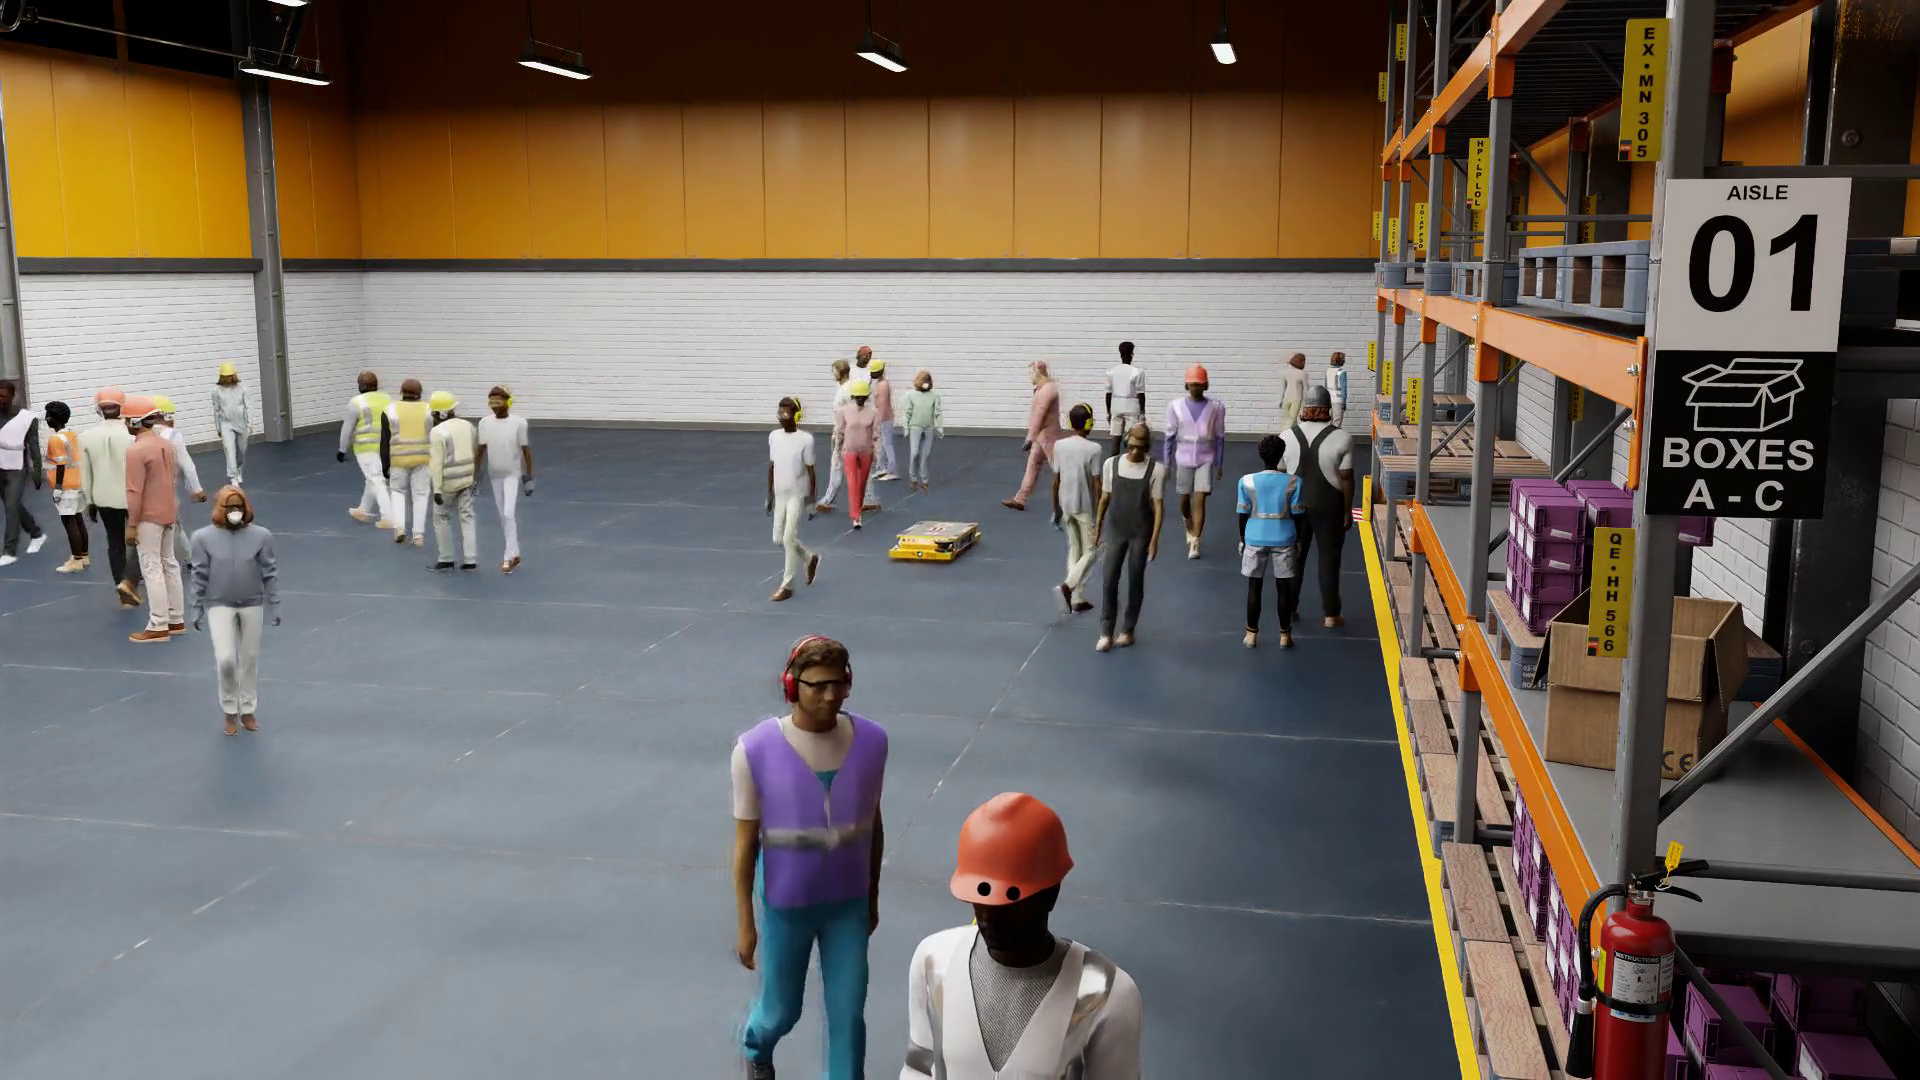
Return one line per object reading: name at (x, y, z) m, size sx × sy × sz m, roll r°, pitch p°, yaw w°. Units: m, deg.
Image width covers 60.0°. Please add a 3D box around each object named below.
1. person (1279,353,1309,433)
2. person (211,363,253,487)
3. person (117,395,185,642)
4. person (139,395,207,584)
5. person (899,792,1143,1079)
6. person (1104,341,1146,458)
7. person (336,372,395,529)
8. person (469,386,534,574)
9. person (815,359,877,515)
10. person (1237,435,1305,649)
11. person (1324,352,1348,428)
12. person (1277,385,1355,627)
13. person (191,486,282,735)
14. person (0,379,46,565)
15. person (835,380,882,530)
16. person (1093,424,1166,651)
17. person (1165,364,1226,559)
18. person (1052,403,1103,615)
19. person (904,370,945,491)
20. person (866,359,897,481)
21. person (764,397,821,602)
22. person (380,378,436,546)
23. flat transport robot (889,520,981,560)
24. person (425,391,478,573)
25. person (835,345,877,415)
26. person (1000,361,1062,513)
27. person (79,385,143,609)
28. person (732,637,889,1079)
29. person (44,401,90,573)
person at (5.473, -2.252, 27.145) m, size 0.836 × 1.578 × 0.517 m, roll -7°, pitch 12°, yaw -37°
person at (-9.968, -1.587, 22.781) m, size 0.484 × 1.707 × 0.823 m, roll -6°, pitch 11°, yaw -32°
person at (-6.537, -0.176, 13.431) m, size 0.395 × 1.991 × 0.615 m, roll 0°, pitch 9°, yaw -1°
person at (-7.615, -0.496, 16.001) m, size 0.606 × 1.781 × 0.947 m, roll 5°, pitch 11°, yaw 27°
person at (0.113, 1.480, 3.607) m, size 0.543 × 1.939 × 0.356 m, roll 4°, pitch 10°, yaw 21°
person at (2.307, -1.793, 23.259) m, size 0.643 × 1.964 × 0.363 m, roll 5°, pitch 11°, yaw 27°
person at (-6.858, -1.044, 19.242) m, size 0.947 × 1.791 × 0.632 m, roll 5°, pitch 11°, yaw 28°
person at (-4.534, -0.584, 16.344) m, size 0.517 × 1.831 × 0.853 m, roll 1°, pitch 10°, yaw 9°
person at (-1.450, -1.242, 20.137) m, size 0.976 × 1.886 × 0.646 m, roll -1°, pitch 10°, yaw -7°
person at (2.447, 0.019, 13.133) m, size 0.533 × 1.697 × 0.318 m, roll 1°, pitch 10°, yaw 9°
person at (6.002, -2.186, 26.603) m, size 0.314 × 1.636 × 0.515 m, roll -4°, pitch 10°, yaw -23°
person at (3.016, -0.304, 14.045) m, size 0.679 × 2.000 × 0.535 m, roll 5°, pitch 11°, yaw 29°
person at (-4.649, 0.455, 10.718) m, size 0.530 × 1.614 × 0.454 m, roll -6°, pitch 11°, yaw -34°
person at (-9.739, -0.728, 17.129) m, size 0.590 × 1.889 × 0.966 m, roll 1°, pitch 9°, yaw 4°
person at (-1.168, -0.991, 19.191) m, size 0.532 × 1.704 × 0.950 m, roll -2°, pitch 10°, yaw -12°
person at (1.292, -0.013, 13.008) m, size 0.596 × 1.800 × 0.706 m, roll 3°, pitch 10°, yaw 18°
person at (2.461, -0.850, 17.431) m, size 0.618 × 2.015 × 0.898 m, roll 2°, pitch 10°, yaw 12°
person at (0.992, -0.252, 14.313) m, size 0.526 × 1.854 × 0.634 m, roll 7°, pitch 12°, yaw 35°
person at (-0.476, -1.454, 22.249) m, size 0.505 × 1.618 × 0.485 m, roll -3°, pitch 10°, yaw -17°
person at (-1.108, -1.675, 23.230) m, size 0.521 × 1.722 × 0.596 m, roll -2°, pitch 10°, yaw -11°
person at (-1.521, -0.395, 15.158) m, size 0.524 × 1.855 × 0.699 m, roll 7°, pitch 12°, yaw 35°
person at (-5.912, -0.831, 17.919) m, size 0.640 × 1.817 × 0.455 m, roll -4°, pitch 10°, yaw -23°
flat transport robot at (-0.246, -0.011, 17.600) m, size 0.652 × 0.197 × 1.431 m, roll 2°, pitch 10°, yaw 13°
person at (-4.985, -0.566, 16.334) m, size 0.535 × 1.797 × 0.693 m, roll 5°, pitch 11°, yaw 27°
person at (-1.508, -1.917, 24.307) m, size 0.658 × 1.857 × 0.454 m, roll -3°, pitch 10°, yaw -18°
person at (0.955, -1.245, 20.266) m, size 0.965 × 1.849 × 0.674 m, roll 0°, pitch 9°, yaw -2°
person at (-7.343, -0.358, 14.527) m, size 0.642 × 1.980 × 0.520 m, roll -1°, pitch 9°, yaw -3°
person at (-0.515, 1.200, 5.640) m, size 0.577 × 1.826 × 0.777 m, roll -5°, pitch 10°, yaw -25°
person at (-8.818, -0.523, 16.398) m, size 0.317 × 1.695 × 0.540 m, roll -2°, pitch 10°, yaw -11°
